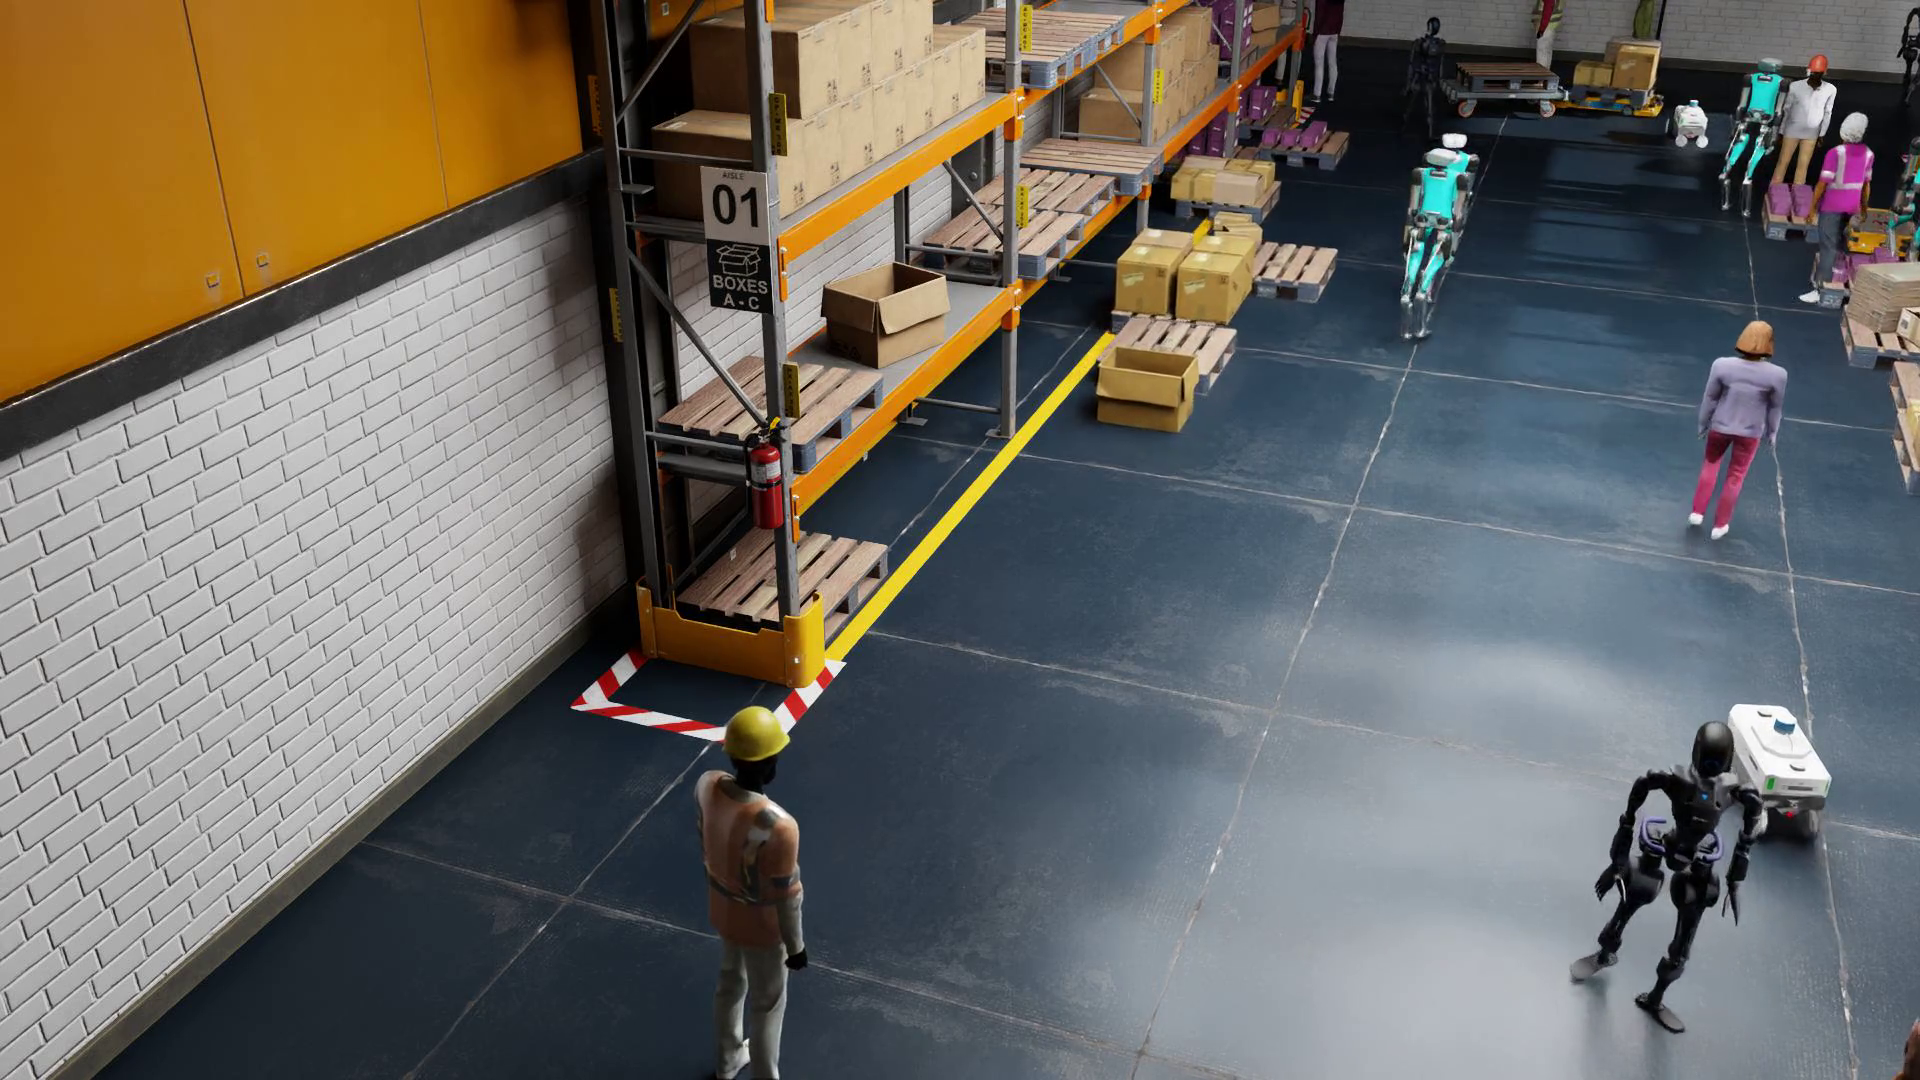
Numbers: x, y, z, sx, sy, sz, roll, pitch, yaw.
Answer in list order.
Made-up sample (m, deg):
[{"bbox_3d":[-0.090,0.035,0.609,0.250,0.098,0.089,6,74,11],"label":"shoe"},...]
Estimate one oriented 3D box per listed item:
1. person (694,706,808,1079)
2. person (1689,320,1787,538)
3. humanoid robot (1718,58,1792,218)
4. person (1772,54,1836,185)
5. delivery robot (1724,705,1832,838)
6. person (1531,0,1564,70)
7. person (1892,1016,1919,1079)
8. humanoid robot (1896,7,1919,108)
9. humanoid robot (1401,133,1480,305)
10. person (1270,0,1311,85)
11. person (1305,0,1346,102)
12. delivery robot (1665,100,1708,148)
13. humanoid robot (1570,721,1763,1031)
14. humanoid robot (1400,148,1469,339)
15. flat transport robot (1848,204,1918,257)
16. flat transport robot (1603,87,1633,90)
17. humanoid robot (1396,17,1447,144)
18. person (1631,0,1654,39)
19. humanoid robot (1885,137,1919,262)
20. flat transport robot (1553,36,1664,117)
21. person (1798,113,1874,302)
[{"bbox_3d":[-0.849,1.545,6.970,0.425,1.913,0.596,-23,35,-37],"label":"person"},{"bbox_3d":[5.514,-0.785,11.795,0.514,1.624,0.392,17,32,30],"label":"person"},{"bbox_3d":[8.972,-4.548,18.938,0.537,1.766,0.682,23,35,38],"label":"humanoid robot"},{"bbox_3d":[9.804,-4.760,19.358,0.561,1.754,0.320,5,28,10],"label":"person"},{"bbox_3d":[4.440,1.206,9.071,0.499,0.568,0.747,2,27,5],"label":"delivery robot"},{"bbox_3d":[8.806,-7.733,25.034,0.429,1.841,0.632,16,31,28],"label":"person"},{"bbox_3d":[3.753,2.026,5.986,0.632,1.960,0.716,5,28,10],"label":"person"},{"bbox_3d":[13.949,-7.151,24.118,0.757,1.625,0.601,-24,36,-38],"label":"humanoid robot"},{"bbox_3d":[4.659,-3.152,16.254,0.534,1.768,0.754,2,27,4],"label":"humanoid robot"},{"bbox_3d":[5.010,-7.918,25.297,0.627,1.933,0.372,-6,28,-11],"label":"person"},{"bbox_3d":[5.350,-7.396,24.264,0.498,1.948,0.432,-11,29,-20],"label":"person"},{"bbox_3d":[9.773,-5.586,22.257,0.514,0.580,0.738,8,28,14],"label":"delivery robot"},{"bbox_3d":[3.177,1.448,7.416,0.613,1.645,0.481,7,28,13],"label":"humanoid robot"},{"bbox_3d":[4.247,-2.618,15.260,0.554,1.818,0.765,16,31,28],"label":"humanoid robot"},{"bbox_3d":[10.161,-3.416,18.376,0.659,0.231,1.431,10,29,19],"label":"flat transport robot"},{"bbox_3d":[9.712,-6.804,24.948,0.659,0.231,1.431,5,28,9],"label":"flat transport robot"},{"bbox_3d":[6.155,-6.109,22.106,0.600,1.619,0.801,-8,28,-15],"label":"humanoid robot"},{"bbox_3d":[10.180,-7.553,24.909,0.264,1.631,0.506,2,27,4],"label":"person"},{"bbox_3d":[9.589,-3.353,16.677,0.541,1.809,0.752,7,28,14],"label":"humanoid robot"},{"bbox_3d":[9.372,-6.336,24.041,1.431,0.231,0.659,13,30,24],"label":"flat transport robot"},{"bbox_3d":[8.663,-3.298,16.468,0.624,1.808,0.642,-6,28,-12],"label":"person"}]
